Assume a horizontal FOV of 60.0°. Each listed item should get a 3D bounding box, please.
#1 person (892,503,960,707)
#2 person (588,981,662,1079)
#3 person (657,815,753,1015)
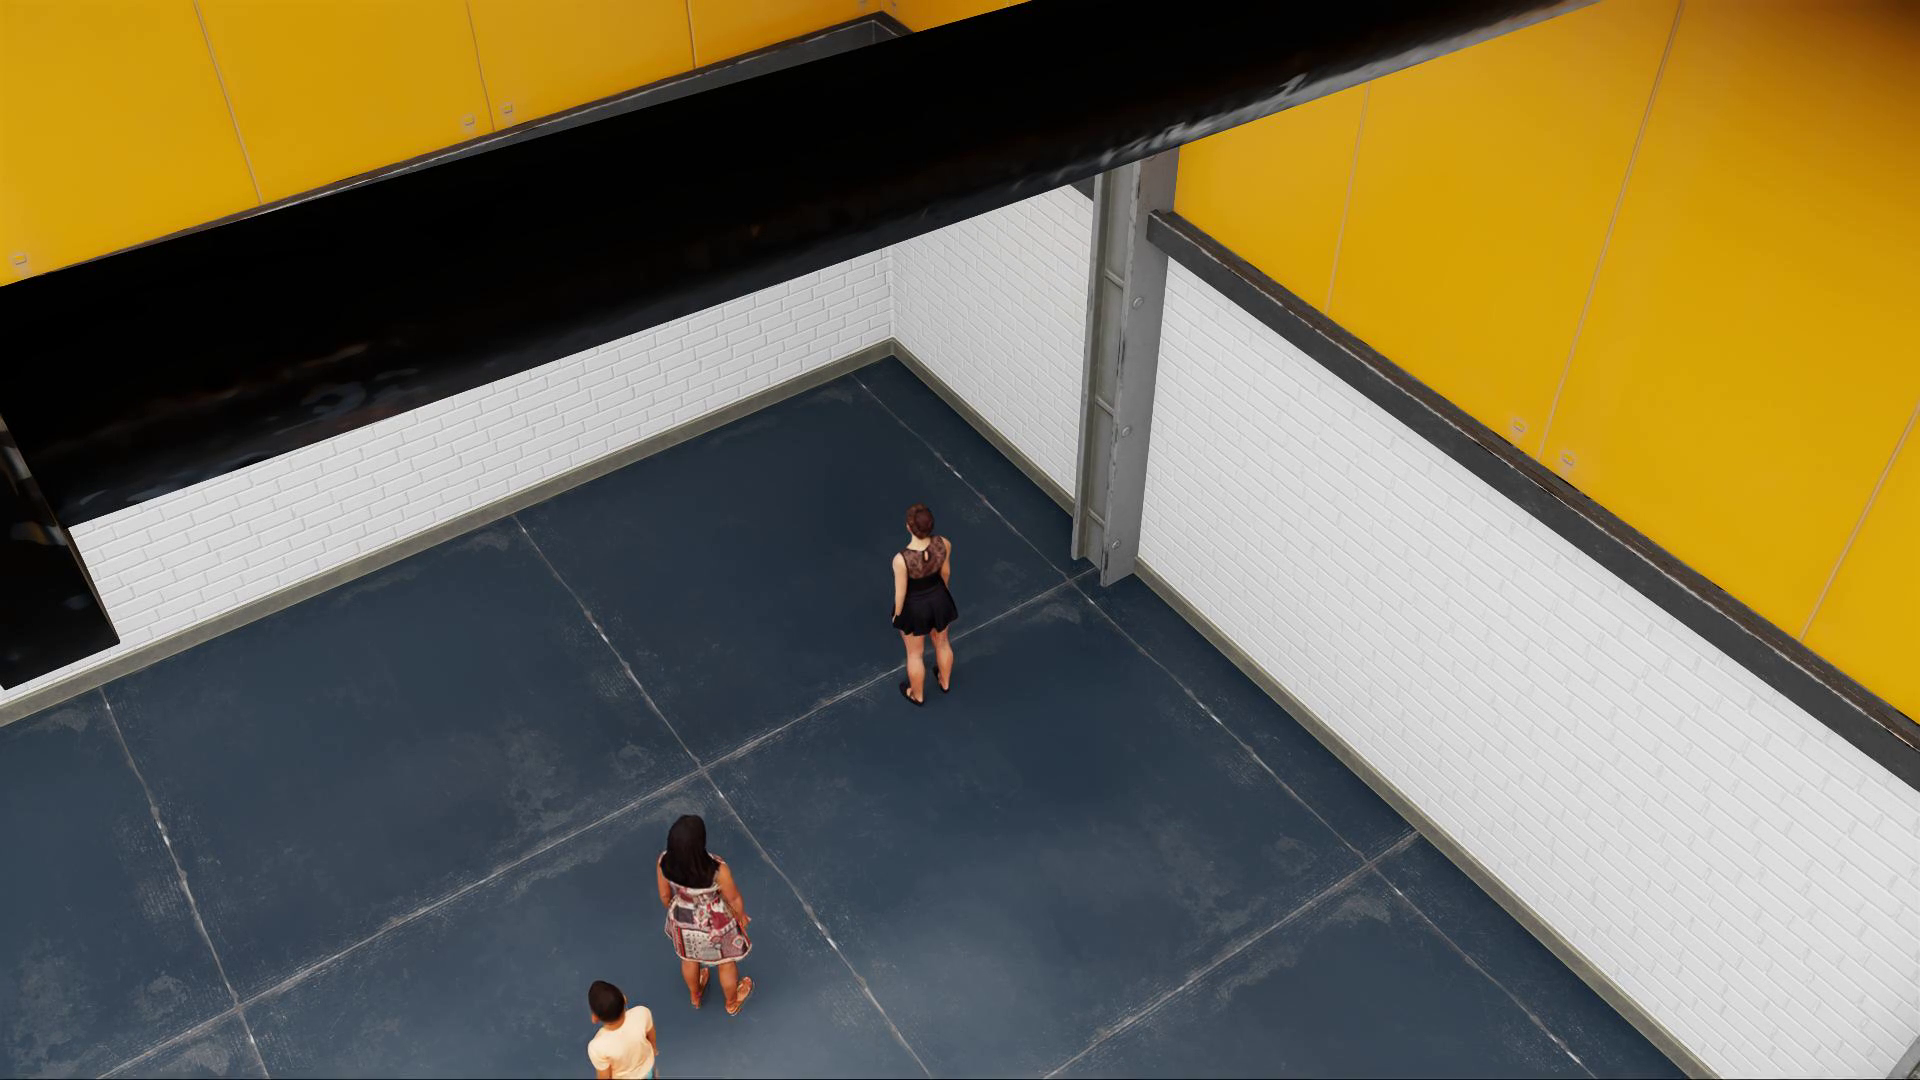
[{"bbox_3d":[-0.239,0.413,10.647,0.588,1.675,0.570,-22,48,-22],"label":"person"},{"bbox_3d":[-1.671,2.685,8.417,0.557,1.461,0.573,31,52,28],"label":"person"},{"bbox_3d":[-1.391,2.035,8.966,0.708,1.646,0.778,8,44,9],"label":"person"}]
